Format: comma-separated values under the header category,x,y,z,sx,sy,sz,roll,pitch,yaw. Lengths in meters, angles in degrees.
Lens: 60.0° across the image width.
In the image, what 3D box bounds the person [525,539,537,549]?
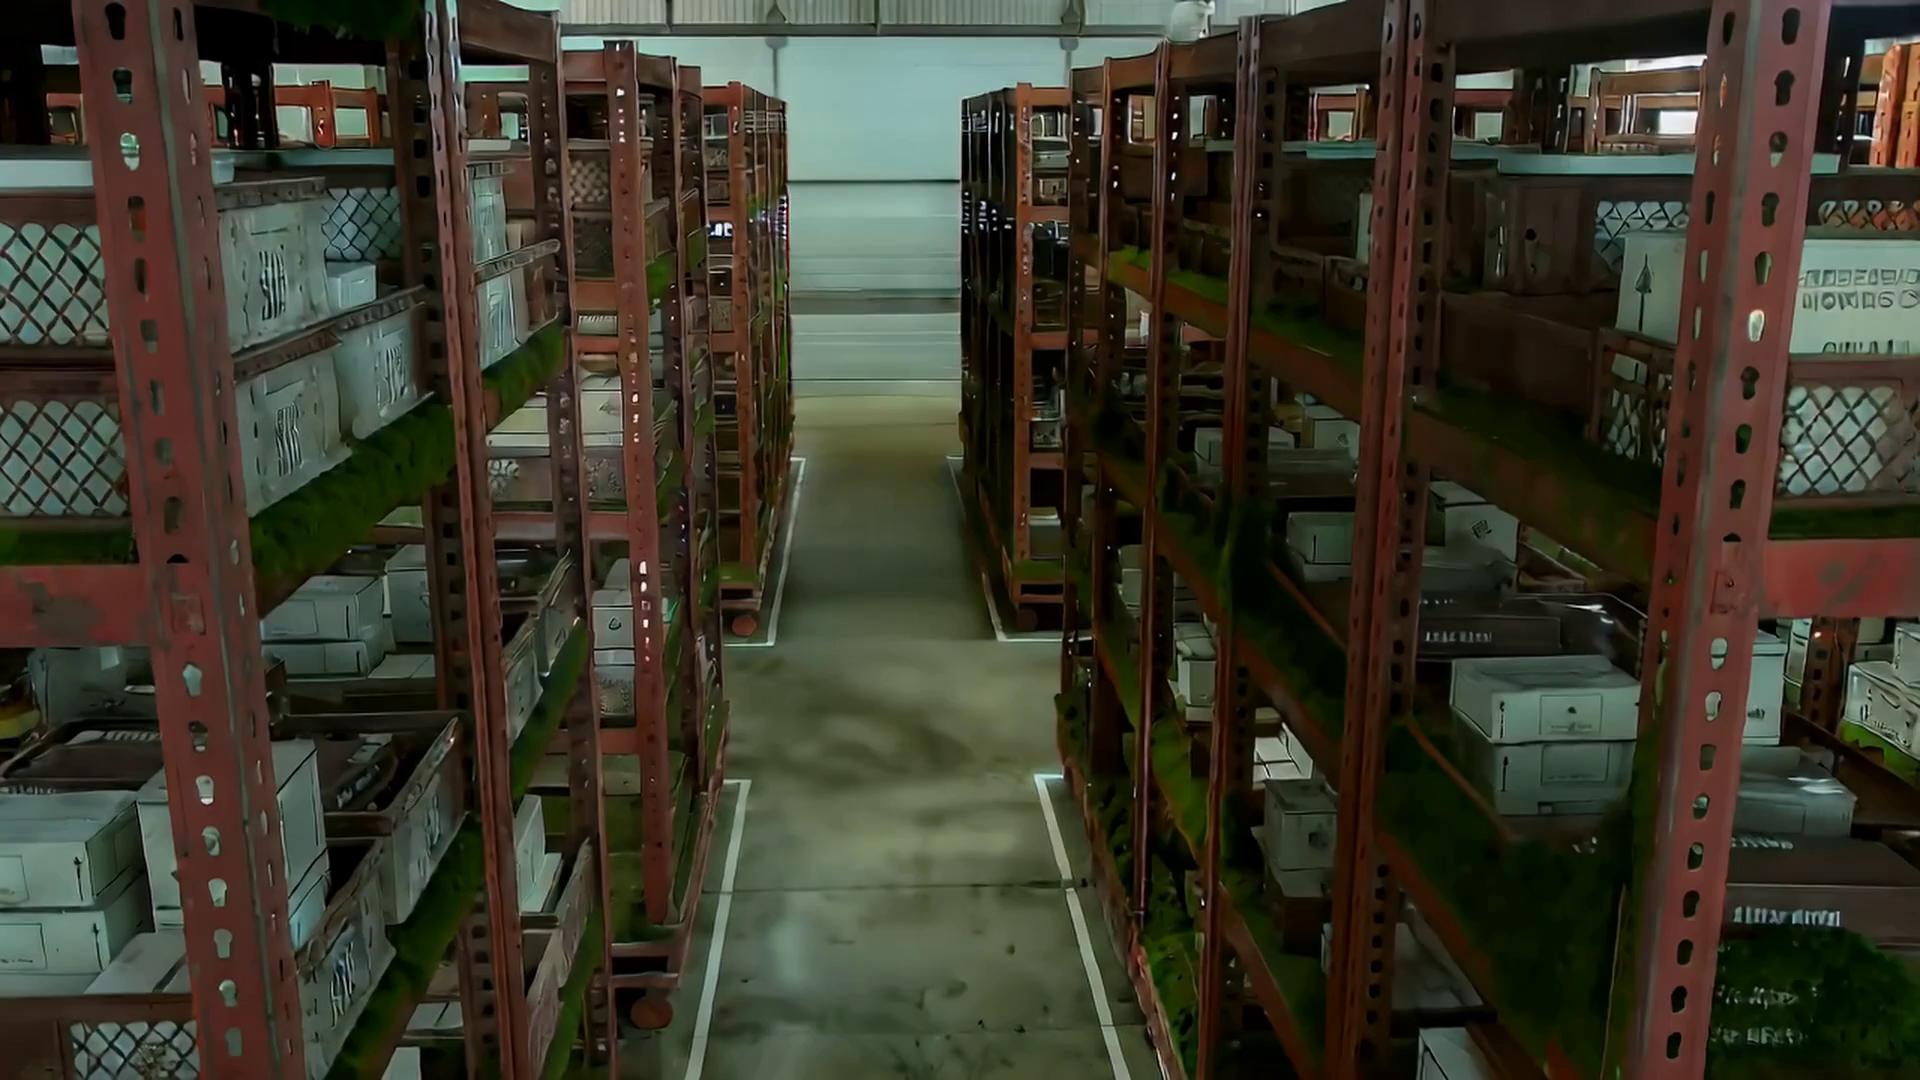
category,x,y,z,sx,sy,sz,roll,pitch,yaw
person,-2.659,-0.205,10.472,0.388,1.992,0.621,-1,14,-4
